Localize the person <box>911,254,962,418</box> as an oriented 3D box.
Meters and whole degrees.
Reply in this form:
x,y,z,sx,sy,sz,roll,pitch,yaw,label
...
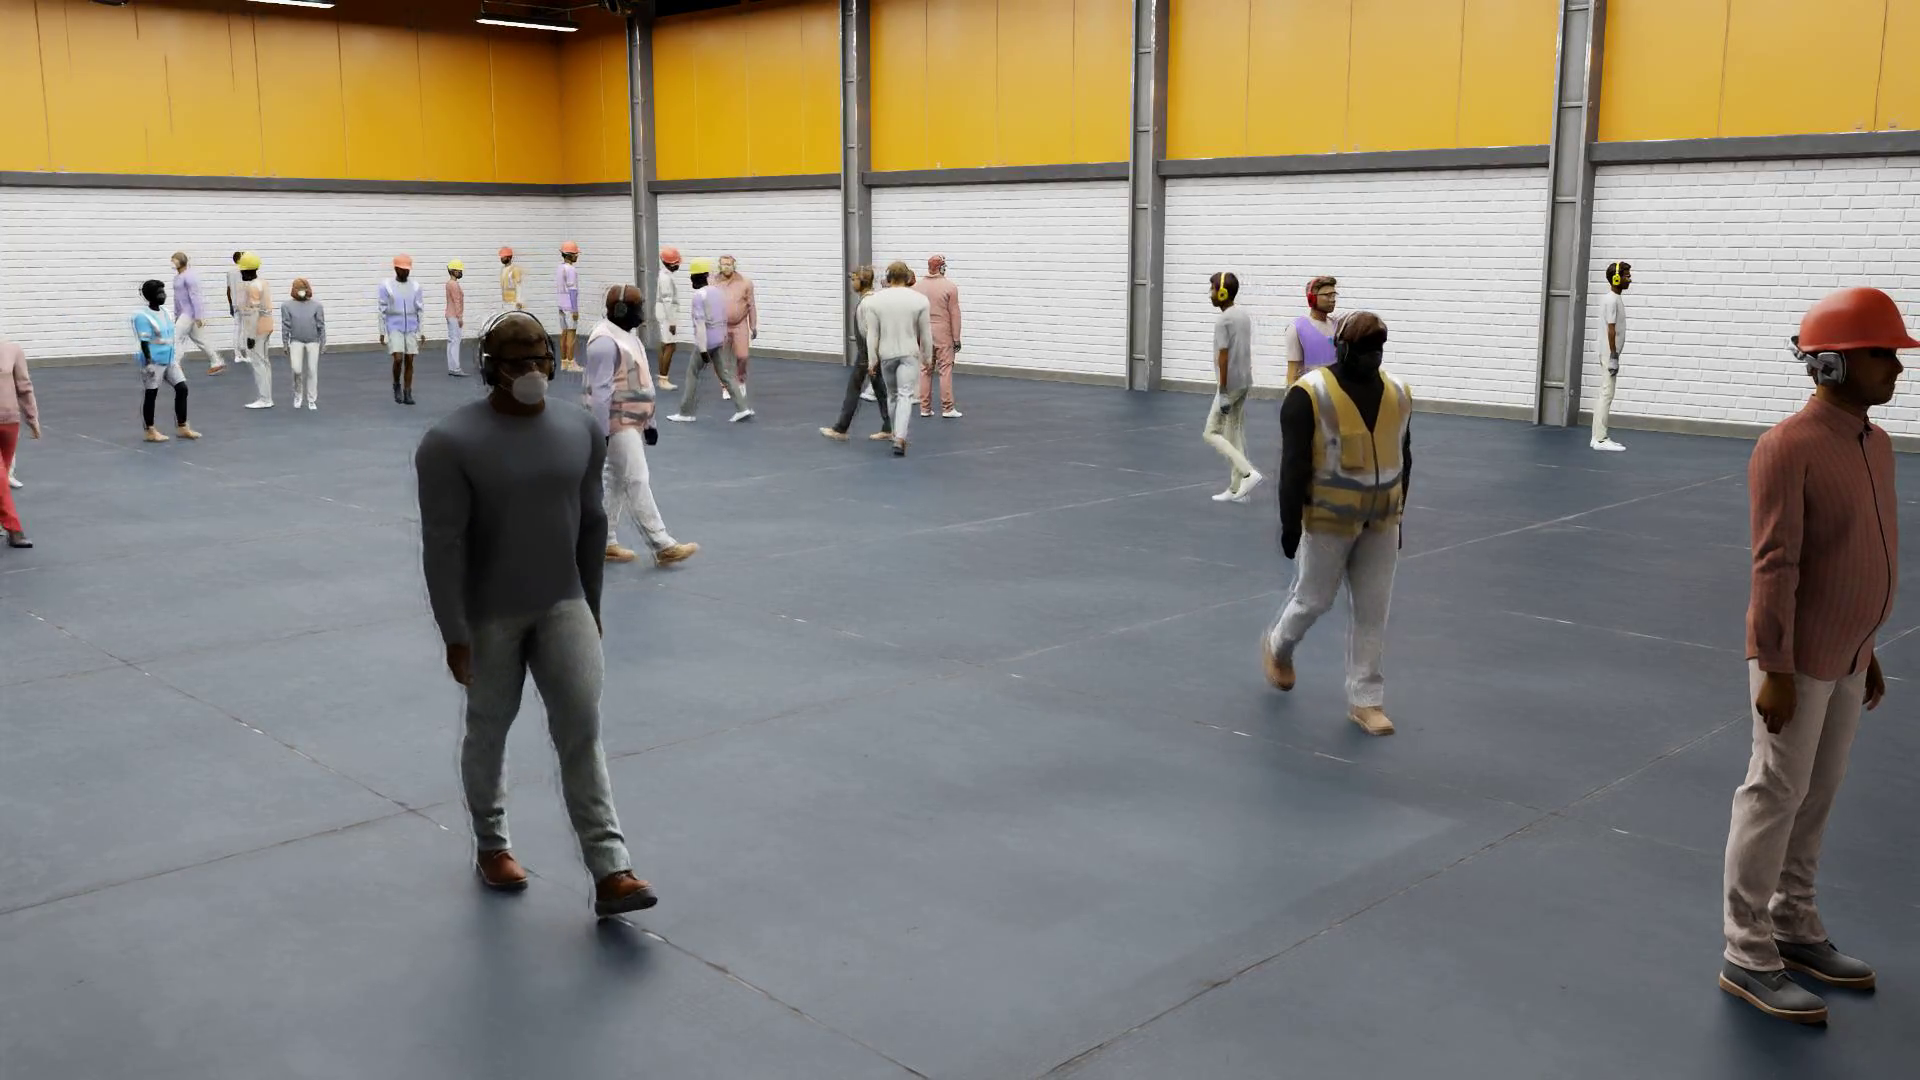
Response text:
x,y,z,sx,sy,sz,roll,pitch,yaw,label
-0.258,-2.381,19.492,0.639,1.910,0.407,5,12,27,person

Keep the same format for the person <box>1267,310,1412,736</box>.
x,y,z,sx,sy,sz,roll,pitch,yaw,label
1.668,-0.107,7.336,0.638,1.823,0.784,-3,11,-16,person

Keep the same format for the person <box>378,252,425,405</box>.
x,y,z,sx,sy,sz,roll,pitch,yaw,label
-7.002,-2.650,20.921,0.568,1.917,0.416,-8,13,-36,person

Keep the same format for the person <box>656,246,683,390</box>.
x,y,z,sx,sy,sz,roll,pitch,yaw,label
-4.025,-3.069,23.030,0.476,1.987,0.793,-1,10,-6,person

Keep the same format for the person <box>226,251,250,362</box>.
x,y,z,sx,sy,sz,roll,pitch,yaw,label
-12.088,-3.915,27.995,0.513,1.858,0.329,4,11,22,person

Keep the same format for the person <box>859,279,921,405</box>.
x,y,z,sx,sy,sz,roll,pitch,yaw,label
-0.886,-2.479,20.877,0.881,1.590,0.510,-2,11,-9,person

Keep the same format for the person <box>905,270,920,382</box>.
x,y,z,sx,sy,sz,roll,pitch,yaw,label
-0.754,-3.125,24.295,0.507,1.632,0.267,0,10,2,person

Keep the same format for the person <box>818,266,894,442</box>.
x,y,z,sx,sy,sz,roll,pitch,yaw,label
-1.057,-1.916,17.207,0.890,1.805,0.525,2,11,10,person

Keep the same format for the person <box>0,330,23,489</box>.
x,y,z,sx,sy,sz,roll,pitch,yaw,label
-8.086,-1.198,13.818,0.519,1.620,0.540,5,11,24,person

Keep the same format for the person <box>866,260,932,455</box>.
x,y,z,sx,sy,sz,roll,pitch,yaw,label
-0.598,-1.795,16.331,0.639,1.900,0.984,1,10,7,person

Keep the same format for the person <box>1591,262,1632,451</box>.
x,y,z,sx,sy,sz,roll,pitch,yaw,label
6.507,-1.827,16.572,0.328,1.872,0.510,3,11,15,person

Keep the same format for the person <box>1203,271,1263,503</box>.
x,y,z,sx,sy,sz,roll,pitch,yaw,label
2.167,-1.191,13.181,0.452,1.851,0.494,9,14,40,person

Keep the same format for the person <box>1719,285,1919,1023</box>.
x,y,z,sx,sy,sz,roll,pitch,yaw,label
2.372,0.306,4.594,0.612,1.997,0.375,-8,13,-39,person

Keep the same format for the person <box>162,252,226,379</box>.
x,y,z,sx,sy,sz,roll,pitch,yaw,label
-11.603,-3.381,24.997,1.034,1.893,0.642,-8,13,-39,person

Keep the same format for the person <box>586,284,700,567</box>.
x,y,z,sx,sy,sz,roll,pitch,yaw,label
-2.071,-0.736,10.769,0.777,1.811,0.656,1,10,3,person

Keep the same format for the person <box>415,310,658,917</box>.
x,y,z,sx,sy,sz,roll,pitch,yaw,label
-1.313,0.251,5.173,0.646,1.890,1.003,-8,13,-36,person

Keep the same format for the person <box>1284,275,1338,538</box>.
x,y,z,sx,sy,sz,roll,pitch,yaw,label
2.513,-0.946,11.825,0.567,1.850,0.389,-9,14,-40,person

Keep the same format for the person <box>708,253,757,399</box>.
x,y,z,sx,sy,sz,roll,pitch,yaw,label
-2.984,-2.772,21.640,0.695,1.898,0.420,-2,11,-9,person

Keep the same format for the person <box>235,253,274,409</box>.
x,y,z,sx,sy,sz,roll,pitch,yaw,label
-8.670,-2.569,20.530,0.354,1.907,0.625,-2,11,-11,person

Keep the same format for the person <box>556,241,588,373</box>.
x,y,z,sx,sy,sz,roll,pitch,yaw,label
-6.071,-3.630,25.928,0.395,2.044,0.609,-6,12,-31,person

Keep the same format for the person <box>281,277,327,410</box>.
x,y,z,sx,sy,sz,roll,pitch,yaw,label
-8.007,-2.389,20.330,0.502,1.620,0.358,-5,12,-25,person

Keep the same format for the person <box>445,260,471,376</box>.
x,y,z,sx,sy,sz,roll,pitch,yaw,label
-7.648,-3.366,25.265,0.329,1.763,0.523,-5,12,-27,person

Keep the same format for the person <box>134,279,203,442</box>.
x,y,z,sx,sy,sz,roll,pitch,yaw,label
-8.152,-1.830,17.096,0.665,1.672,0.561,2,11,11,person

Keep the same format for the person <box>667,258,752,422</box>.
x,y,z,sx,sy,sz,roll,pitch,yaw,label
-2.850,-2.268,18.973,0.995,1.881,0.601,4,11,22,person

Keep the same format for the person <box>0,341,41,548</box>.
x,y,z,sx,sy,sz,roll,pitch,yaw,label
-6.713,-0.831,11.554,0.893,1.720,0.535,7,13,35,person

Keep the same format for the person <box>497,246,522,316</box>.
x,y,z,sx,sy,sz,roll,pitch,yaw,label
-8.262,-4.428,30.581,0.559,1.927,0.452,8,13,38,person
